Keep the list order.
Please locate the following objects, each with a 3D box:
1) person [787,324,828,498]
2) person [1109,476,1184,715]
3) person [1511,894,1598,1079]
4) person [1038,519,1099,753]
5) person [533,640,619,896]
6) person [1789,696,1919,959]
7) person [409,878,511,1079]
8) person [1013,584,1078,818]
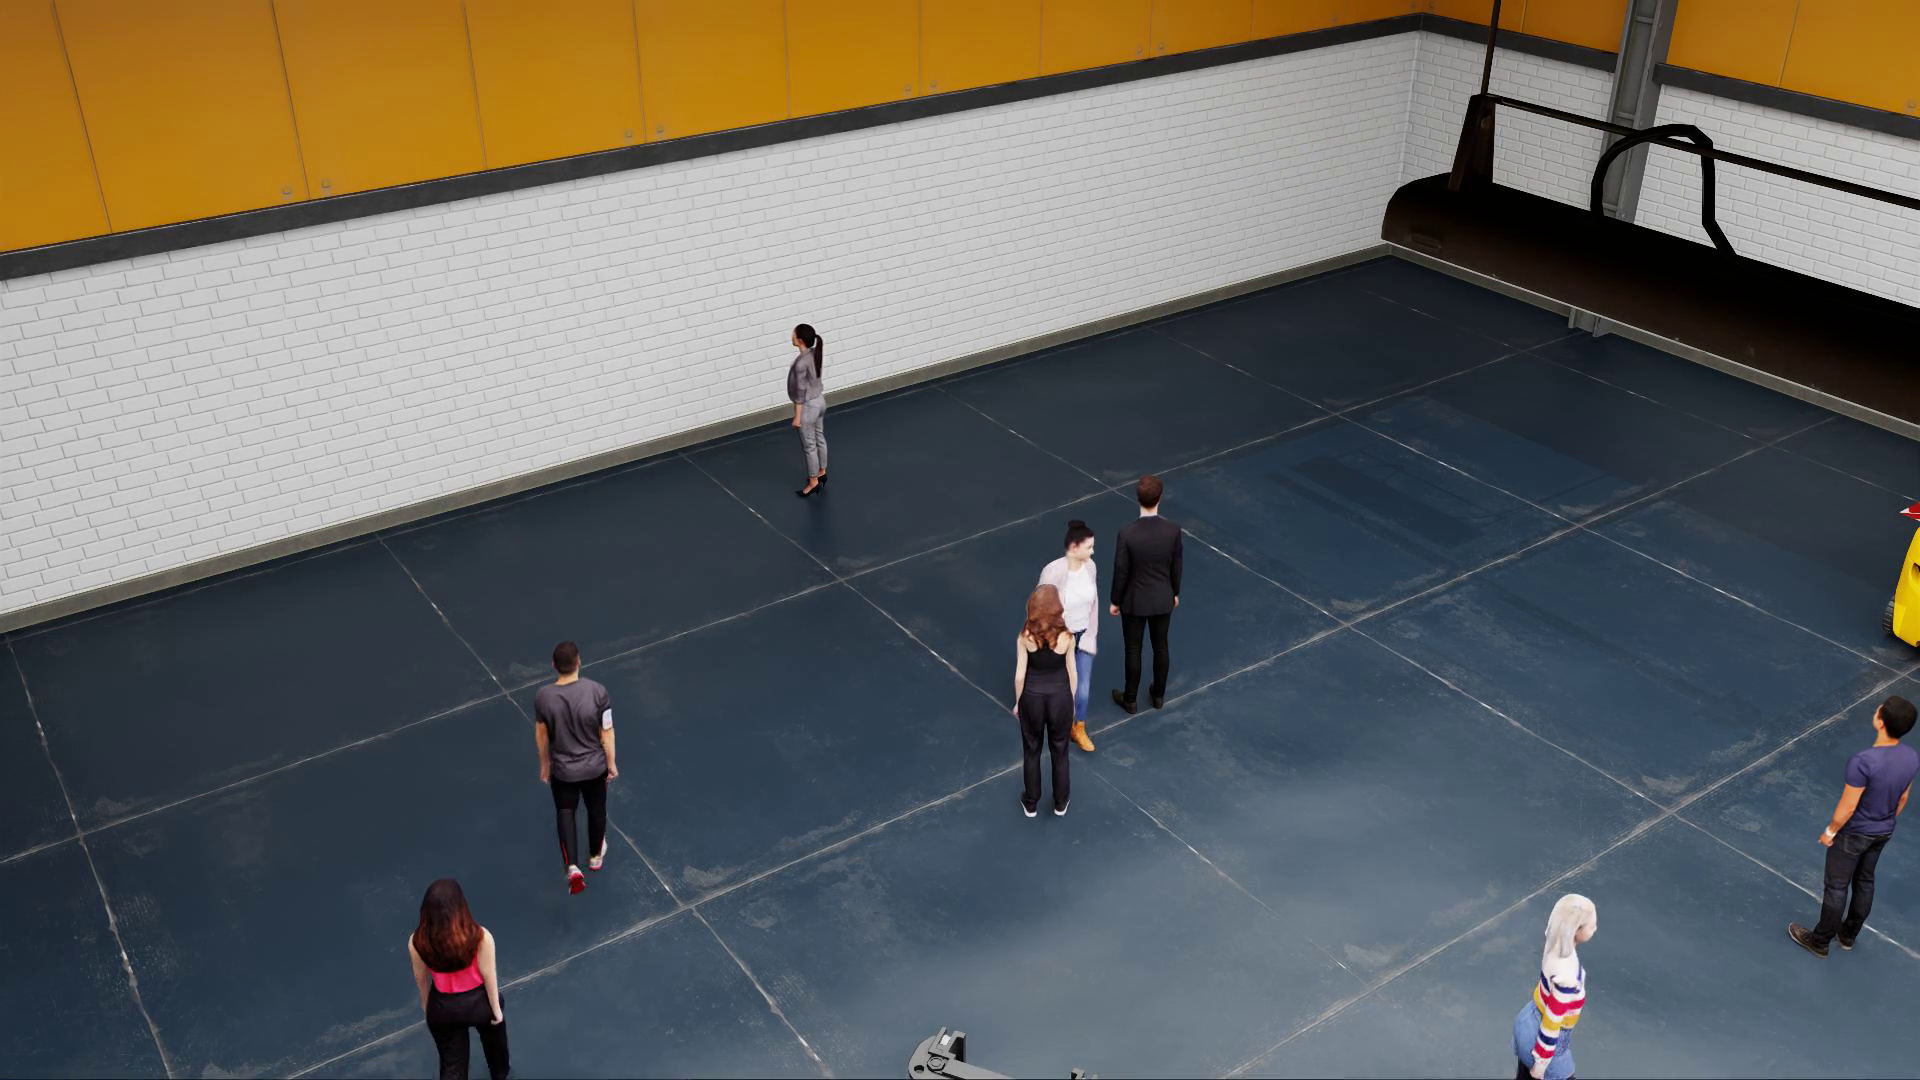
[{"bbox_3d":[-1.380,-1.200,15.298,0.757,1.678,0.723,10,30,18],"label":"person"},{"bbox_3d":[1.363,0.415,12.122,0.770,1.884,0.739,-7,29,-12],"label":"person"},{"bbox_3d":[2.865,2.496,8.397,0.830,1.798,0.767,4,29,8],"label":"person"},{"bbox_3d":[0.682,0.629,11.925,0.784,1.697,1.160,-13,31,-22],"label":"person"},{"bbox_3d":[-2.390,1.453,10.362,0.906,1.748,1.063,-3,29,-6],"label":"person"},{"bbox_3d":[5.353,1.706,9.850,0.701,1.793,0.640,-8,30,-15],"label":"person"},{"bbox_3d":[-2.579,2.485,8.601,0.920,1.622,1.157,-3,29,-6],"label":"person"},{"bbox_3d":[0.567,1.078,11.055,0.656,1.743,0.686,0,29,1],"label":"person"}]
